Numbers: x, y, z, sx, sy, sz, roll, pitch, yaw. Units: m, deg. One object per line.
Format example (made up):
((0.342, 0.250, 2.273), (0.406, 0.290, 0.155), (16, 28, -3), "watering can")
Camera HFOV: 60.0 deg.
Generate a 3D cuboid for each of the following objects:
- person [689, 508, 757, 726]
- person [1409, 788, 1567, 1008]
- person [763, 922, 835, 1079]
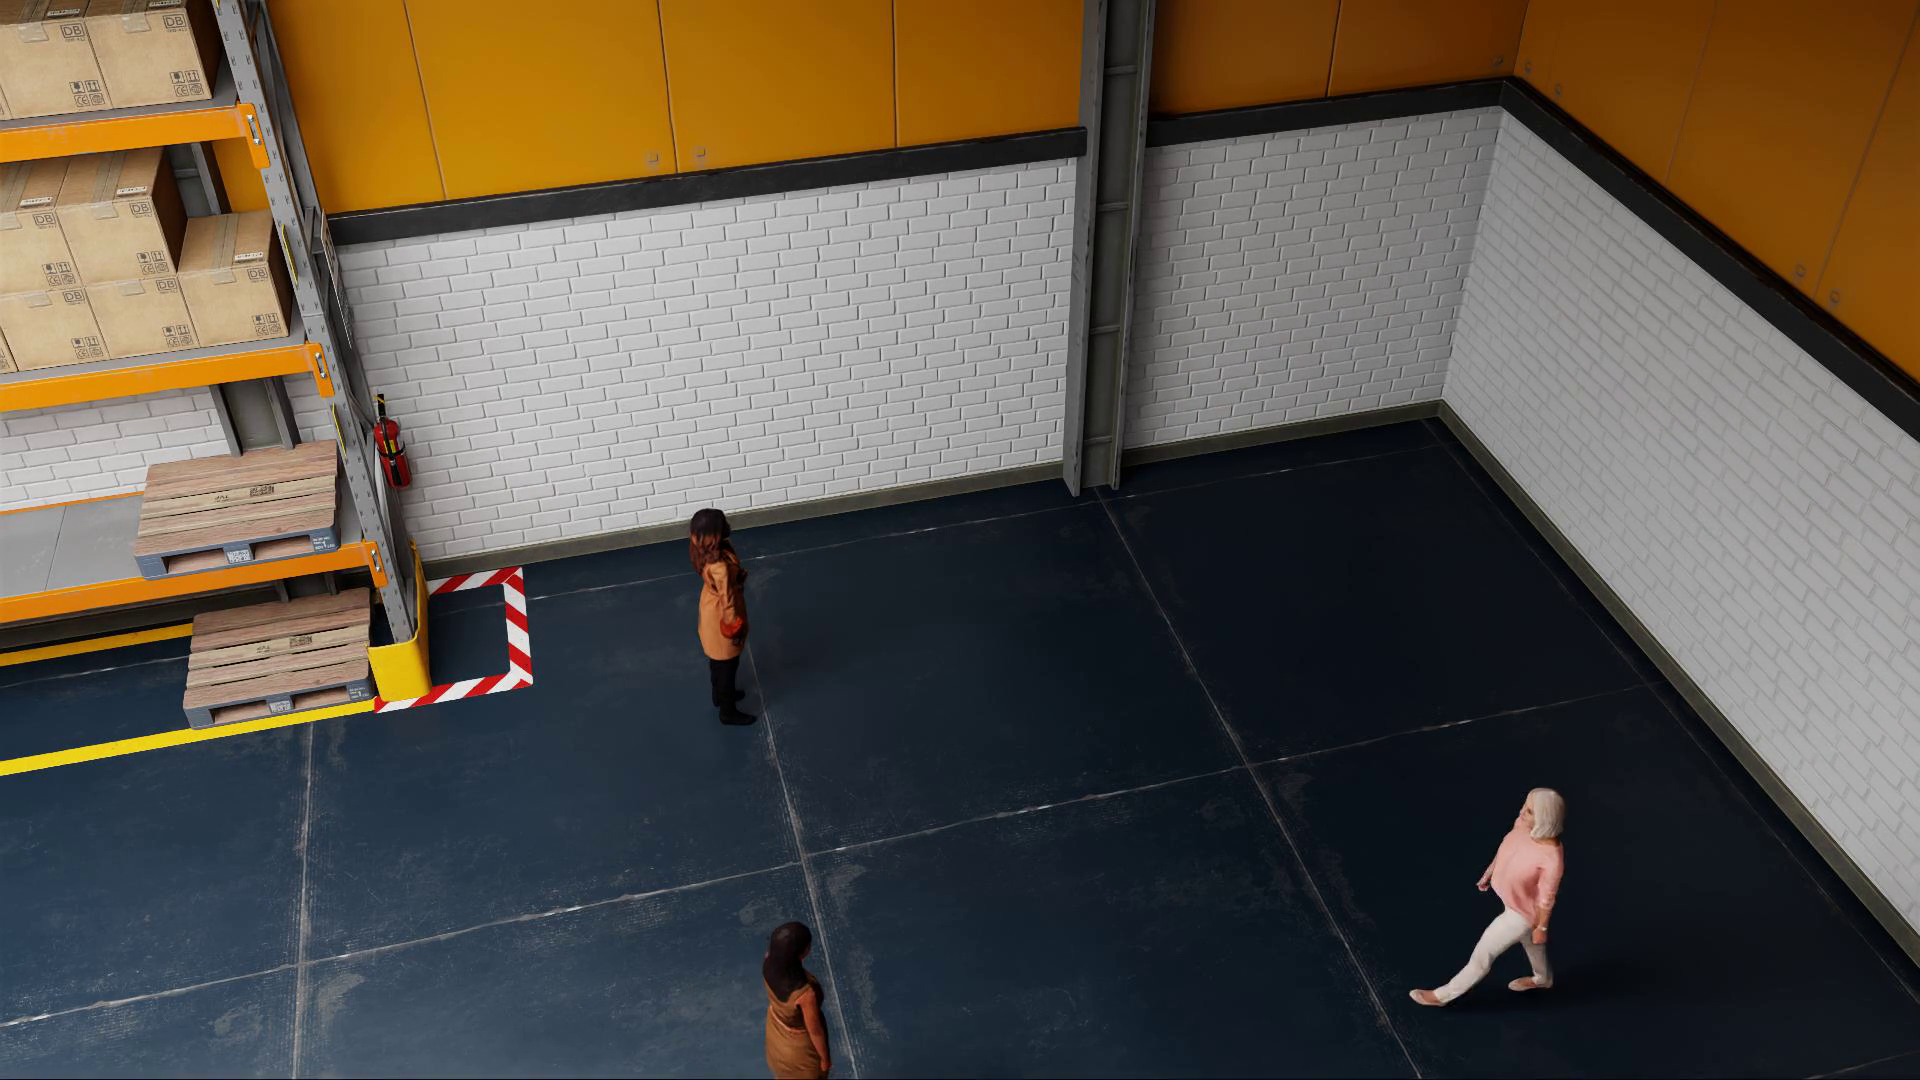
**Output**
((-1.555, 0.488, 10.888), (0.604, 1.720, 0.707), (-13, 40, -16), "person")
((3.138, 1.971, 9.064), (1.153, 1.680, 0.756), (-3, 39, -4), "person")
((-0.822, 2.509, 8.384), (0.636, 1.687, 0.637), (-27, 46, -30), "person")
